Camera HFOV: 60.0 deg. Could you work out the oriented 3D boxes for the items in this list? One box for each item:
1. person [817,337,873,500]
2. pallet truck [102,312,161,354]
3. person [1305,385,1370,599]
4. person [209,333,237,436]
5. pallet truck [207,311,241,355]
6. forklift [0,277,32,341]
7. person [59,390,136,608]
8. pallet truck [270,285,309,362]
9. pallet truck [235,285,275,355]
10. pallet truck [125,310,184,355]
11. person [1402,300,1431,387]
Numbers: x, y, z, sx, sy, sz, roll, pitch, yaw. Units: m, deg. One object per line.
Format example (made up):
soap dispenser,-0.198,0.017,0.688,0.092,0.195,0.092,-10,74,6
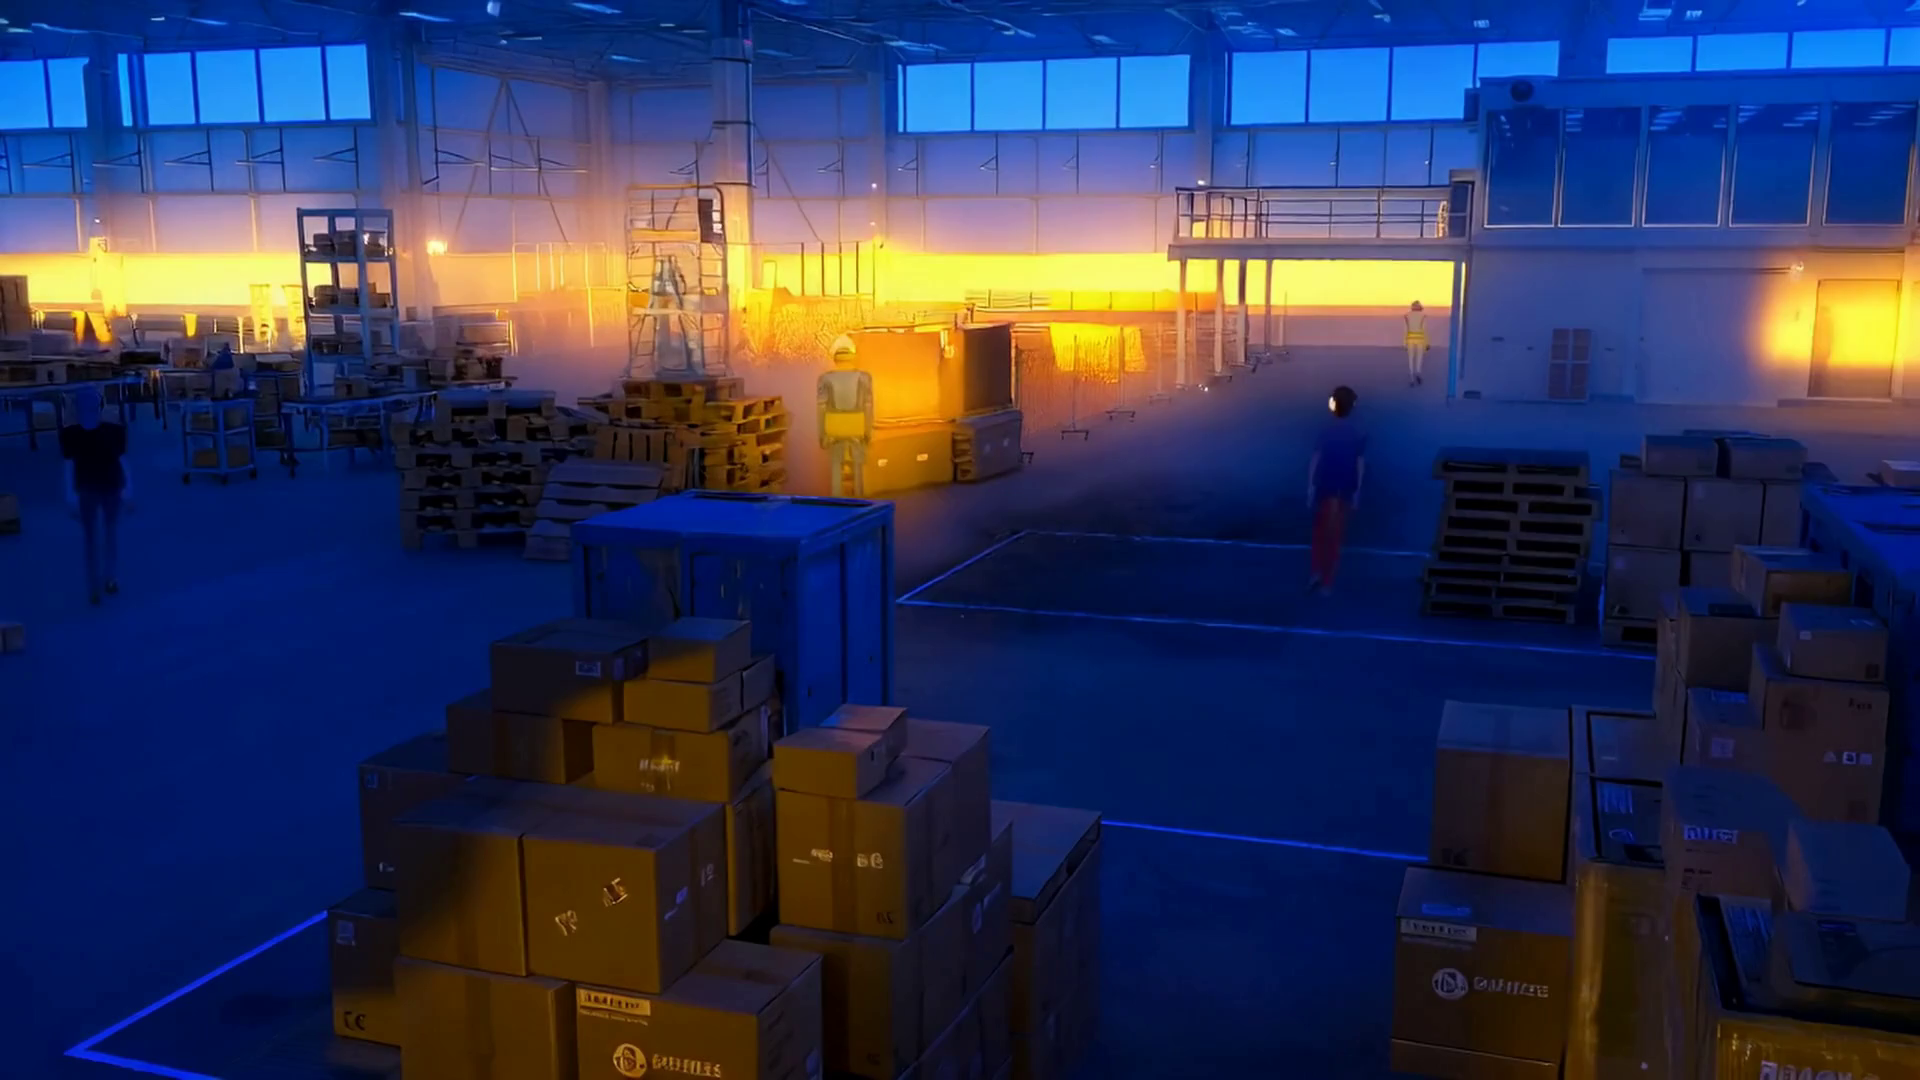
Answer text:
person,-1.244,-1.177,18.058,0.607,2.045,0.390,0,10,-2
pallet truck,-23.057,-5.777,46.261,0.680,1.201,1.601,3,11,19
person,3.239,-0.409,14.310,0.513,1.838,0.417,2,10,13
person,-10.706,-2.120,24.171,0.336,1.762,0.526,1,10,3
pallet truck,-19.537,-5.575,44.913,0.653,1.274,1.630,3,11,19
forklift,-27.151,-6.329,46.328,1.157,1.987,2.680,3,11,17
person,-7.311,-0.364,14.130,0.516,1.819,0.991,-6,12,-30
pallet truck,-17.147,-5.700,43.663,0.823,1.965,1.885,3,11,17
pallet truck,-18.327,-5.835,44.421,0.823,1.965,1.885,4,11,23
pallet truck,-22.038,-5.665,45.457,0.704,1.261,1.522,3,11,17
person,9.848,-4.239,35.834,0.607,1.854,0.762,4,11,22
